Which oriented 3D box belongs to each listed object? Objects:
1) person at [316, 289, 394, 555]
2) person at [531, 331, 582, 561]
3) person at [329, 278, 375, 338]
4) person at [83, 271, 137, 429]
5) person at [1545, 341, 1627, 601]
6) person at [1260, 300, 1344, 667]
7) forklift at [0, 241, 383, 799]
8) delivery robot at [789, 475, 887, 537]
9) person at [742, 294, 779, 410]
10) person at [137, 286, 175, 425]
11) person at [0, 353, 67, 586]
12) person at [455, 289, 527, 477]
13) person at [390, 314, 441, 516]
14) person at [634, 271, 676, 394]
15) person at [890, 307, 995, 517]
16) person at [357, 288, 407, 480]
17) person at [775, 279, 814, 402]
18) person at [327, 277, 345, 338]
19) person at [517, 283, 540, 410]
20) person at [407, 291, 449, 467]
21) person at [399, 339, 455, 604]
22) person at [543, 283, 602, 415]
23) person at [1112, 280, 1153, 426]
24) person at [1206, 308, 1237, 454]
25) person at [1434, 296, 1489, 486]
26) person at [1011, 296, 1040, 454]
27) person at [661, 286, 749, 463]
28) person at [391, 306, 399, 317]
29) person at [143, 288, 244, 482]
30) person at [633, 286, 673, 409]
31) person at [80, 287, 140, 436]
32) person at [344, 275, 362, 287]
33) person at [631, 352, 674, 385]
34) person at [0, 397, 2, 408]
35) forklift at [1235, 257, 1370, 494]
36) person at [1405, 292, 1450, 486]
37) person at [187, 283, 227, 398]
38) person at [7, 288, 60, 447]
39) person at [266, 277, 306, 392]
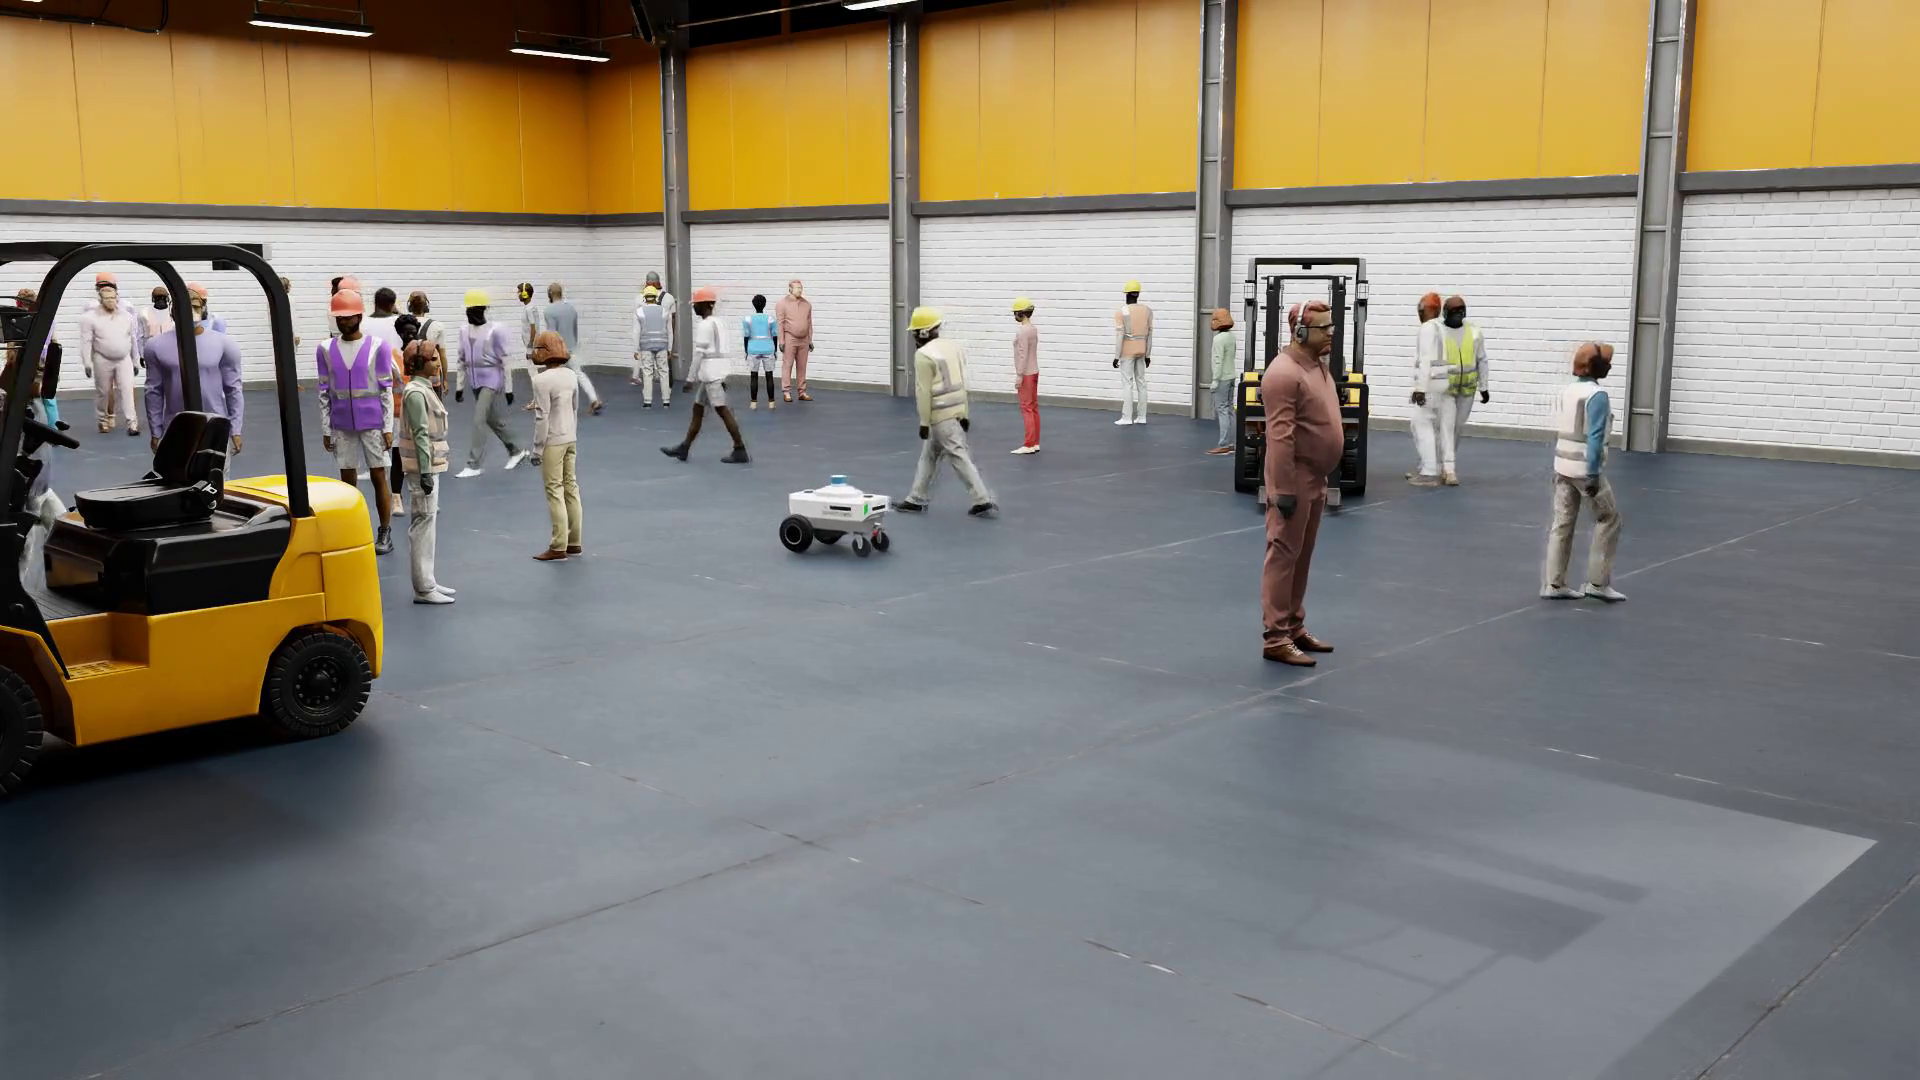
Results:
[{"bbox_3d":[-4.361,-0.839,12.020,0.539,1.930,0.387,-1,9,-3],"label":"person"},{"bbox_3d":[-2.883,-0.665,11.836,0.280,1.633,0.502,3,10,17],"label":"person"},{"bbox_3d":[-7.629,-2.335,21.105,0.666,1.961,0.698,-3,10,-20],"label":"person"},{"bbox_3d":[-11.011,-2.457,21.580,0.610,2.040,0.394,-8,12,-41],"label":"person"},{"bbox_3d":[3.948,-0.417,10.325,0.589,1.615,0.546,-1,9,-3],"label":"person"},{"bbox_3d":[1.820,-0.307,8.801,0.402,1.911,0.639,5,11,30],"label":"person"},{"bbox_3d":[-3.706,-0.171,7.093,1.214,2.155,2.313,9,13,43],"label":"forklift"},{"bbox_3d":[-0.890,-0.232,12.190,0.707,0.478,0.477,5,10,28],"label":"delivery robot"},{"bbox_3d":[-2.922,-2.748,24.408,0.535,1.700,0.318,-2,9,-9],"label":"person"},{"bbox_3d":[-10.580,-2.441,22.094,0.621,1.843,0.429,-4,10,-22],"label":"person"},{"bbox_3d":[-5.071,-0.231,9.239,0.645,1.610,0.524,-1,9,-8],"label":"person"},{"bbox_3d":[-4.778,-1.601,16.869,0.604,1.888,0.978,6,11,33],"label":"person"},{"bbox_3d":[-4.612,-1.049,13.997,0.538,1.695,0.319,-6,11,-34],"label":"person"},{"bbox_3d":[-5.067,-3.438,27.589,0.681,2.000,0.538,-4,10,-21],"label":"person"},{"bbox_3d":[-0.116,-1.057,13.890,0.960,1.771,0.589,3,10,19],"label":"person"},{"bbox_3d":[-5.697,-1.549,16.507,0.672,1.876,0.635,-4,10,-22],"label":"person"},{"bbox_3d":[-2.565,-3.119,26.036,0.643,1.912,0.410,-7,12,-37],"label":"person"},{"bbox_3d":[-8.267,-2.549,22.362,0.361,1.965,0.613,4,10,21],"label":"person"},{"bbox_3d":[-6.339,-2.846,24.502,0.310,1.864,0.532,-2,9,-12],"label":"person"},{"bbox_3d":[-5.558,-1.647,17.210,0.508,1.846,0.345,-2,10,-15],"label":"person"},{"bbox_3d":[-3.321,-0.424,10.339,0.306,1.639,0.524,-2,10,-15],"label":"person"},{"bbox_3d":[-5.545,-2.684,23.552,1.062,1.896,0.653,6,11,32],"label":"person"},{"bbox_3d":[2.277,-2.478,22.054,0.595,1.925,0.374,-6,11,-30],"label":"person"},{"bbox_3d":[2.937,-1.769,18.607,0.285,1.631,0.501,6,11,30],"label":"person"},{"bbox_3d":[4.790,-1.458,16.149,0.629,1.810,0.842,-1,9,-5],"label":"person"},{"bbox_3d":[0.720,-1.841,18.648,0.326,1.765,0.530,3,10,19],"label":"person"},{"bbox_3d":[-2.713,-1.750,17.723,0.988,1.885,0.564,0,9,3],"label":"person"},{"bbox_3d":[-7.905,-2.553,23.124,0.538,1.719,0.513,8,12,41],"label":"person"},{"bbox_3d":[-5.246,-0.749,11.421,0.631,1.939,0.369,-2,10,-14],"label":"person"},{"bbox_3d":[-4.534,-2.837,24.578,0.587,1.821,0.404,-3,10,-20],"label":"person"},{"bbox_3d":[-10.599,-2.227,20.757,0.671,1.859,1.016,-8,12,-41],"label":"person"},{"bbox_3d":[-9.242,-3.028,25.243,0.521,1.982,0.646,1,9,3],"label":"person"},{"bbox_3d":[-5.482,-3.643,29.539,0.958,1.816,0.549,5,10,26],"label":"person"},{"bbox_3d":[-6.032,-0.471,10.002,0.429,1.846,0.626,6,11,34],"label":"person"},{"bbox_3d":[3.309,-1.629,16.029,1.214,2.155,2.313,2,9,11],"label":"forklift"},{"bbox_3d":[4.528,-1.463,16.073,0.403,1.852,0.613,4,10,23],"label":"person"},{"bbox_3d":[-8.403,-1.888,18.478,0.543,1.921,0.415,1,9,8],"label":"person"},{"bbox_3d":[-10.674,-1.968,19.174,0.390,1.846,0.565,9,13,44],"label":"person"},{"bbox_3d":[-11.325,-3.440,27.917,0.627,1.941,0.371,5,10,27],"label":"person"}]
